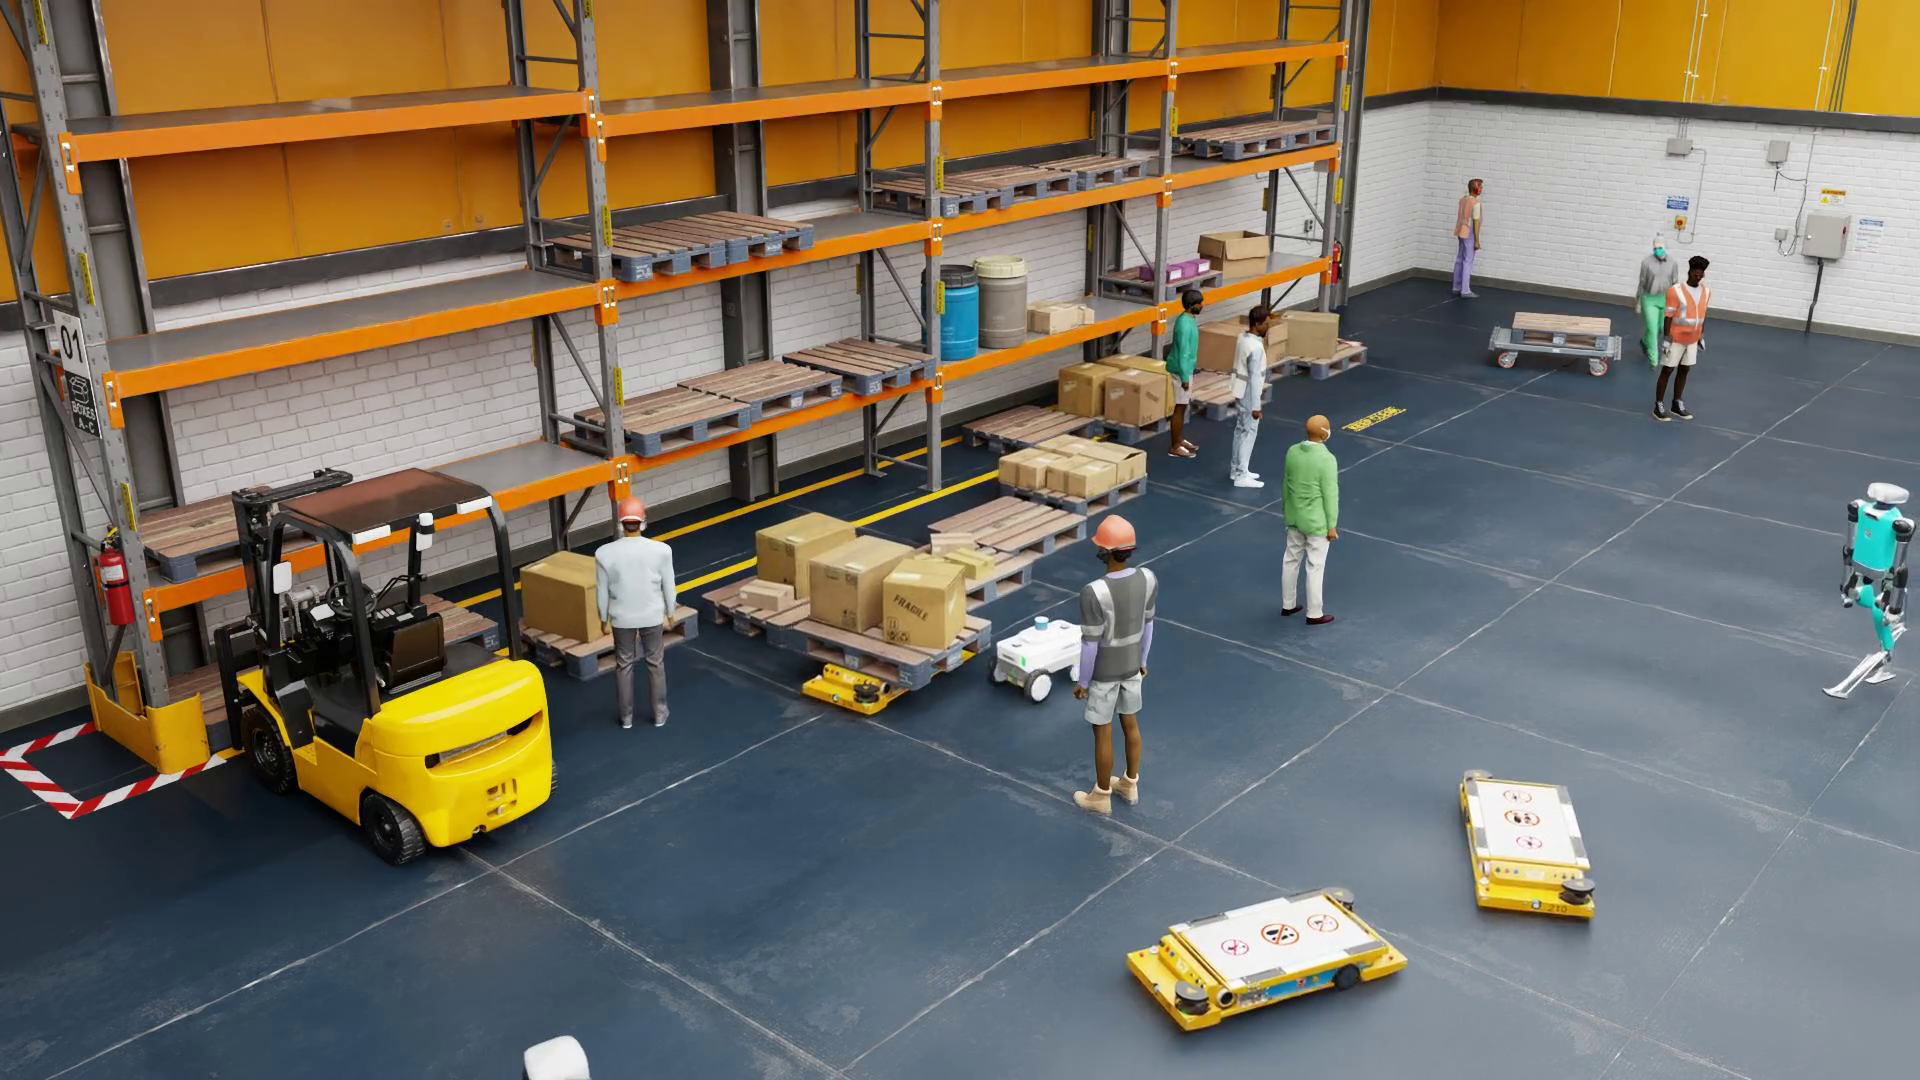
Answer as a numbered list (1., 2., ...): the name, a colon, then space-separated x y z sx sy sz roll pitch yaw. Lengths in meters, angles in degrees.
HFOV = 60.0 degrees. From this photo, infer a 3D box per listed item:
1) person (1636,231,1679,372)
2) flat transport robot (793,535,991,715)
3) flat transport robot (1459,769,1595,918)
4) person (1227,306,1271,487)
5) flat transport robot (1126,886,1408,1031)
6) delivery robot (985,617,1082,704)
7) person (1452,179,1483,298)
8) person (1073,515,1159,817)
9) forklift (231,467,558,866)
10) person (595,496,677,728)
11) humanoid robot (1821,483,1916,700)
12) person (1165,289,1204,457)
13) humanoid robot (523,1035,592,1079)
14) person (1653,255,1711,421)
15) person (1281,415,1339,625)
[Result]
1. person: 9.197 -3.196 21.986 0.524 1.821 0.808 1 20 3
2. flat transport robot: -0.522 0.956 12.961 0.659 0.231 1.431 14 24 33
3. flat transport robot: 3.537 1.884 10.447 0.659 0.231 1.431 4 21 11
4. person: 2.986 -1.483 17.209 0.400 1.909 0.598 -2 20 -5
5. flat transport robot: 1.714 2.316 9.276 1.431 0.231 0.659 -9 22 -22
6. delivery robot: 0.597 0.898 12.733 0.798 0.614 0.499 -17 26 -39
7. person: 7.974 -4.742 26.122 0.389 1.847 0.562 -4 21 -12
8. person: 0.981 0.815 10.785 0.605 2.044 0.370 -15 25 -34
9. forklift: -3.730 0.710 10.856 2.313 2.155 1.214 17 26 38
10. person: -2.327 0.523 12.008 0.571 1.740 0.351 -4 21 -11
11. humanoid robot: 6.915 0.388 12.394 1.008 1.739 0.537 -7 21 -19
12. person: 2.452 -1.834 18.253 0.404 1.843 0.496 4 21 11
13. humanoid robot: -1.594 2.685 6.140 0.982 1.730 0.540 -14 25 -34
14. person: 8.507 -2.375 19.548 0.600 1.958 0.371 -7 21 -17
15. person: 2.911 -0.170 13.826 0.386 1.784 0.537 -15 25 -36
